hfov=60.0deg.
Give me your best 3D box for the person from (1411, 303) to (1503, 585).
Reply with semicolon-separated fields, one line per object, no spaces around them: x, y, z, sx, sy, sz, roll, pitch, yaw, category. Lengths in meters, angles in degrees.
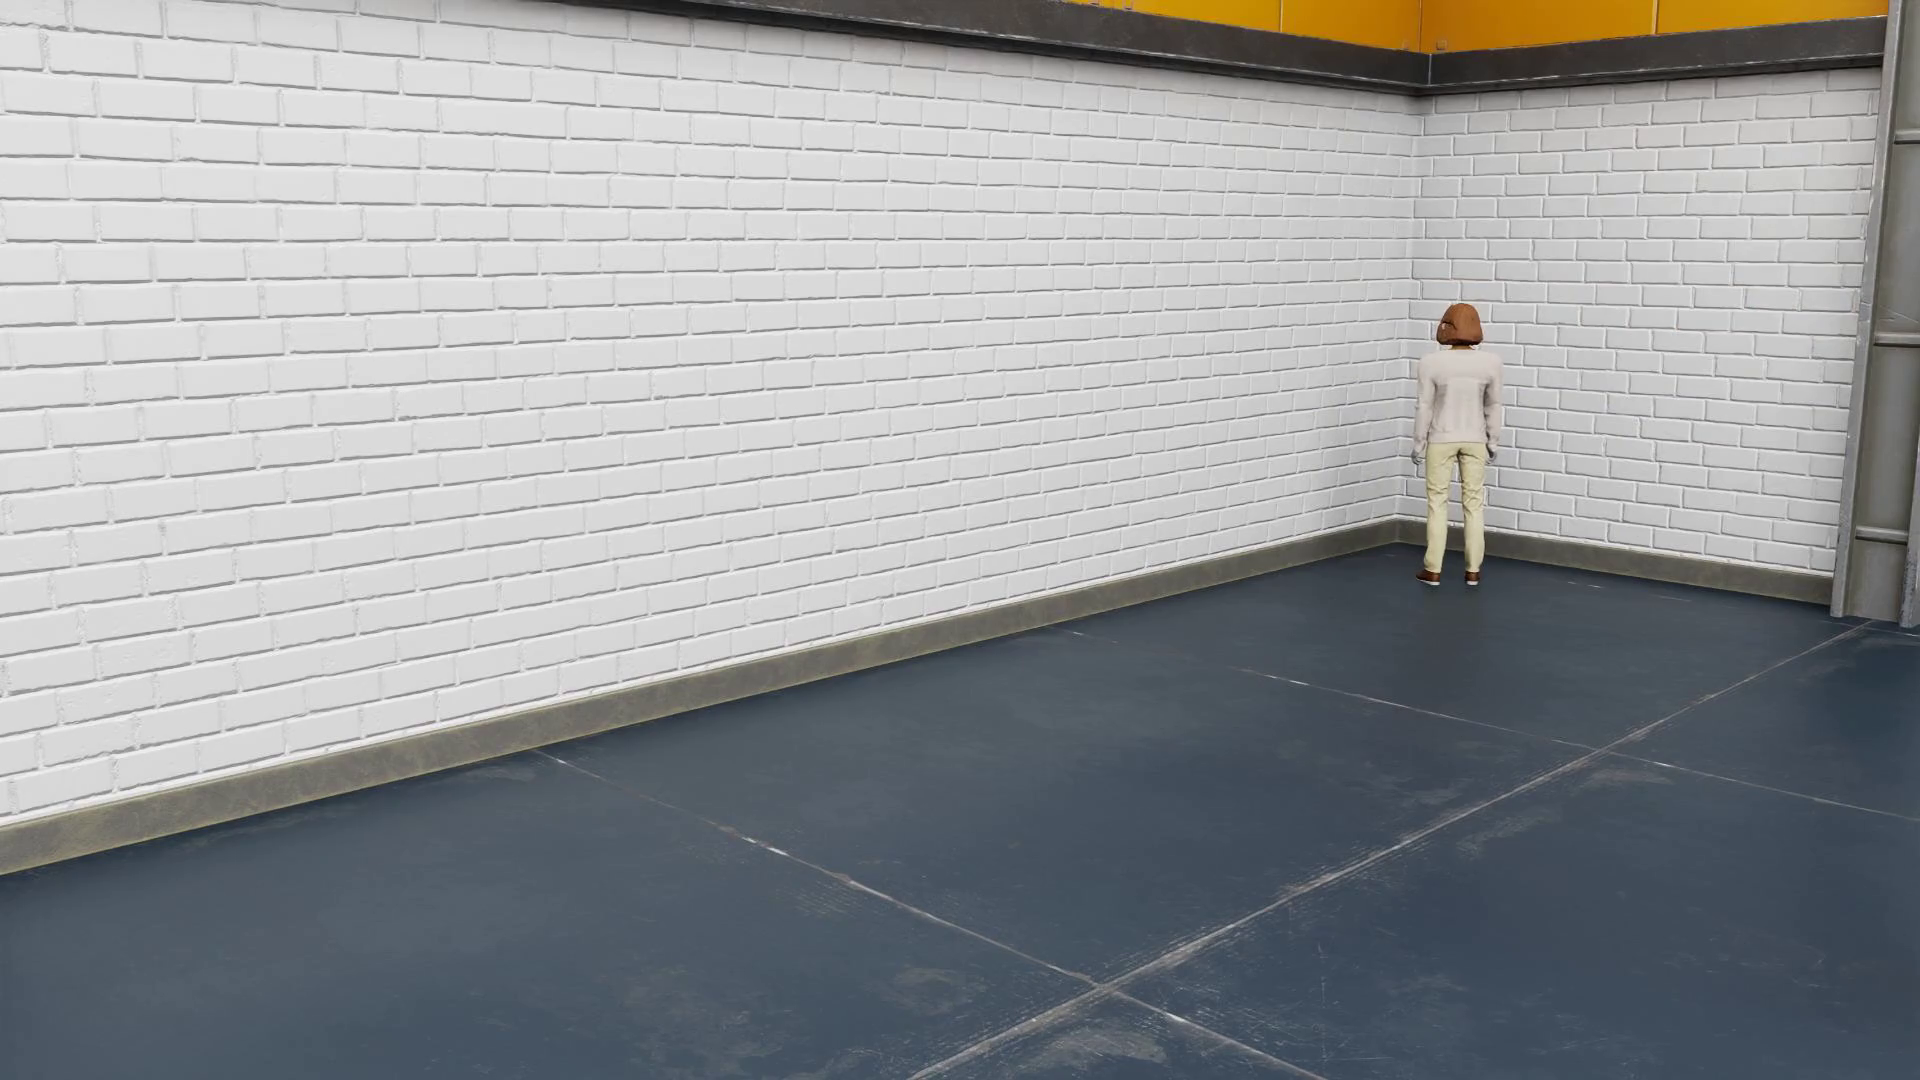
2.871;-0.548;9.635;0.507;1.635;0.273;0;10;1;person
